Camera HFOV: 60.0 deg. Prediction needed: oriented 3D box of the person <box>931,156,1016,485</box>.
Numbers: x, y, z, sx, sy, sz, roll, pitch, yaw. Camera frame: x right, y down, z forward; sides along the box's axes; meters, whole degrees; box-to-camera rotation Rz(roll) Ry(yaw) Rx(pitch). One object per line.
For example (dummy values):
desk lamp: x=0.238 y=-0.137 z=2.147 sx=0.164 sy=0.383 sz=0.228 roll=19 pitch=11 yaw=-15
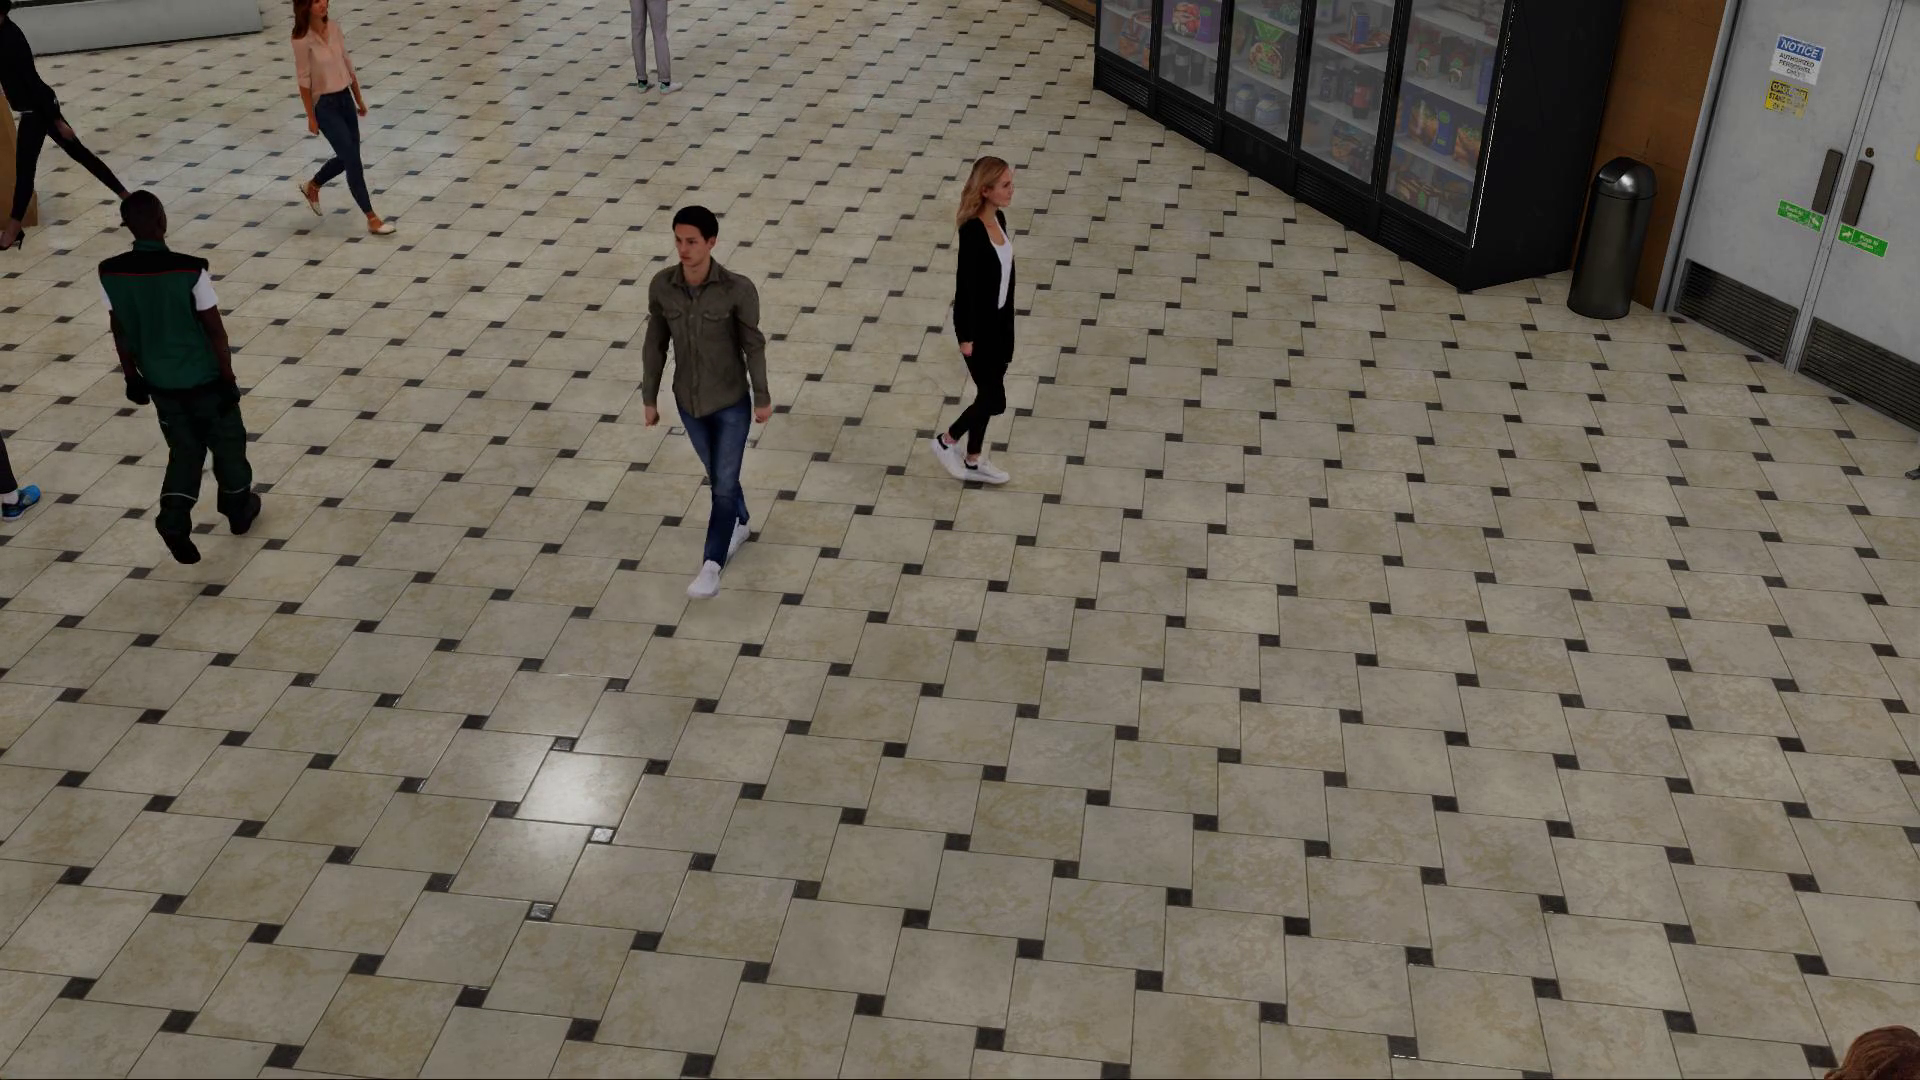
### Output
person: x=0.021 y=-1.067 z=8.419 sx=0.850 sy=1.785 sz=0.790 roll=12 pitch=34 yaw=19

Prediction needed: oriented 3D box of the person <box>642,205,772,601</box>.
person: x=-1.112 y=-0.696 z=7.781 sx=1.123 sy=1.830 sz=1.187 roll=11 pitch=33 yaw=16

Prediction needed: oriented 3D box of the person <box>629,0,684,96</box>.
person: x=-2.722 y=-4.793 z=14.357 sx=0.740 sy=1.839 sz=0.807 roll=10 pitch=33 yaw=16

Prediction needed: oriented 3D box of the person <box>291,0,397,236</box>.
person: x=-4.390 y=-2.975 z=11.501 sx=1.071 sy=1.769 sz=1.053 roll=15 pitch=35 yaw=23

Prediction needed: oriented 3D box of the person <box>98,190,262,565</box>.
person: x=-3.675 y=-0.724 z=7.833 sx=1.090 sy=1.821 sz=1.012 roll=0 pitch=32 yaw=0

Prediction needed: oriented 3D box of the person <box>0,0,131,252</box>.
person: x=-6.107 y=-2.815 z=11.252 sx=1.224 sy=1.760 sz=0.640 roll=-13 pitch=34 yaw=-20
